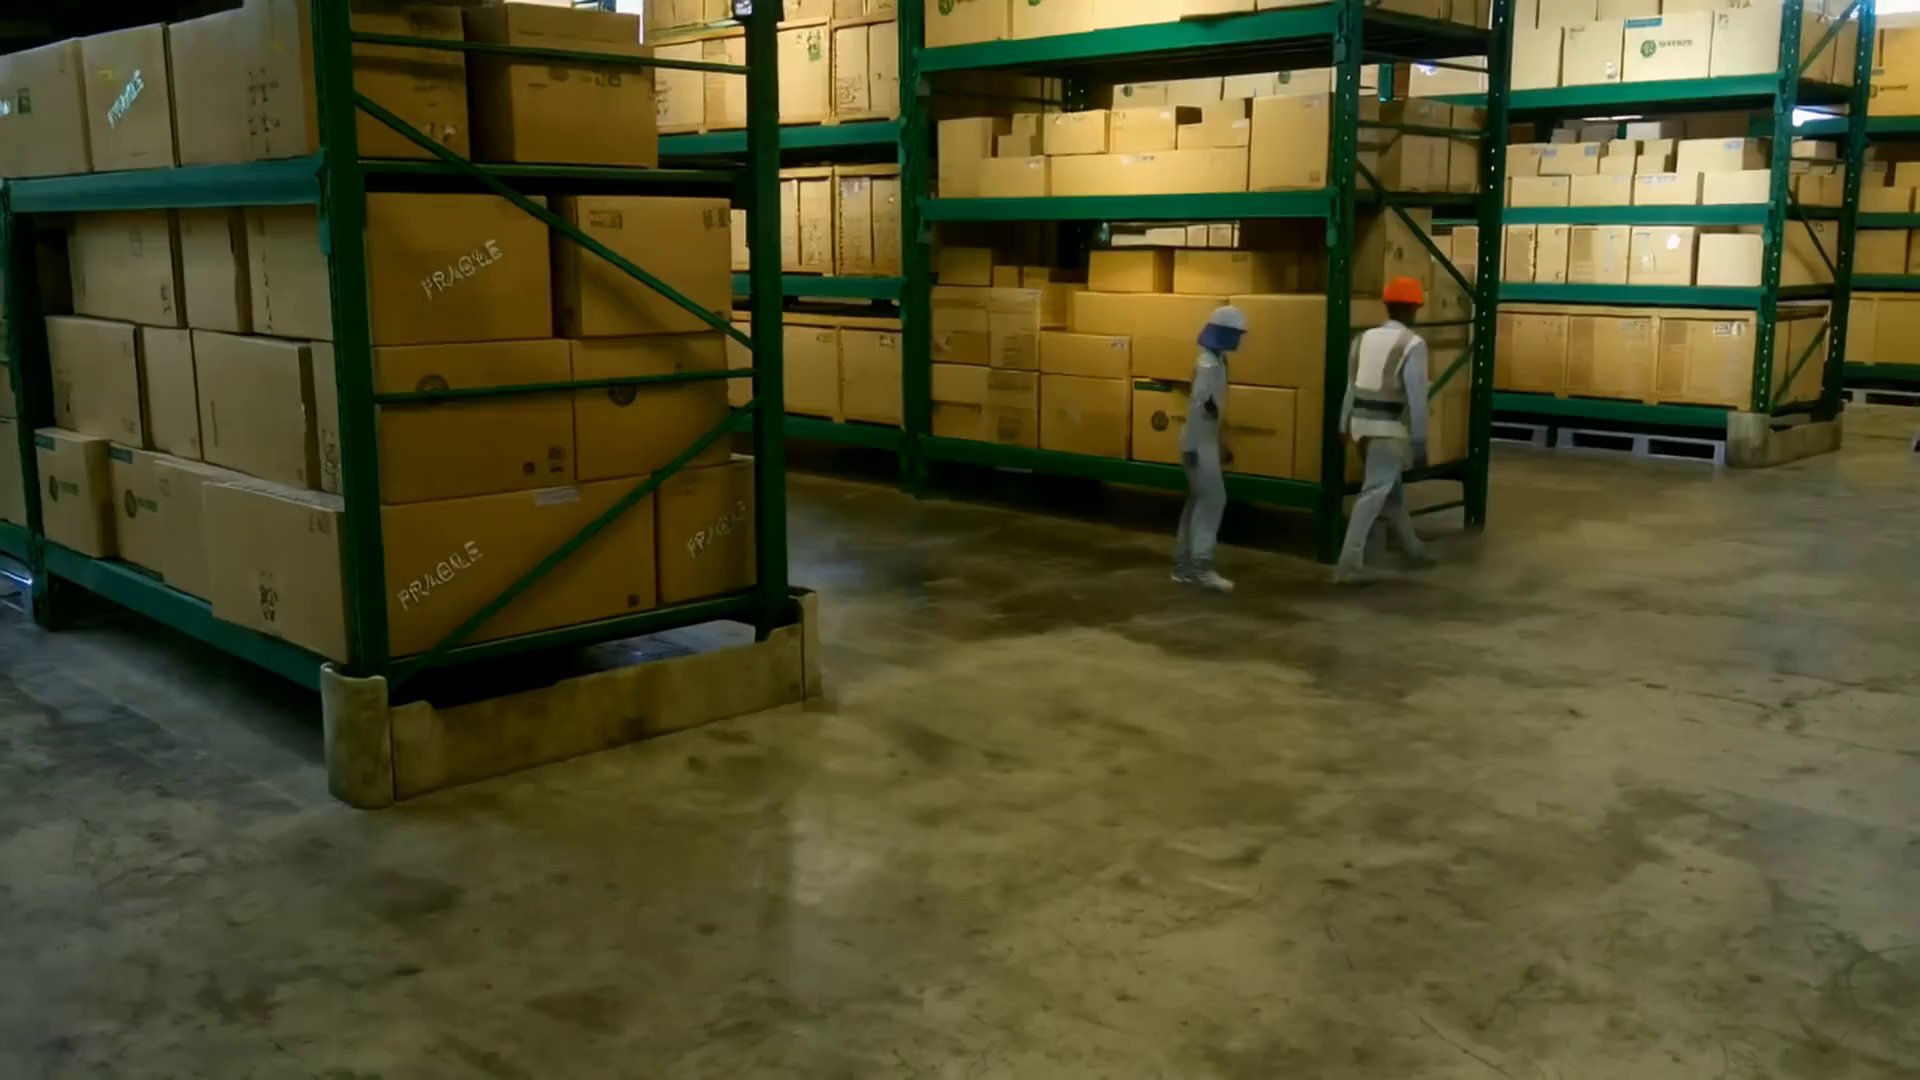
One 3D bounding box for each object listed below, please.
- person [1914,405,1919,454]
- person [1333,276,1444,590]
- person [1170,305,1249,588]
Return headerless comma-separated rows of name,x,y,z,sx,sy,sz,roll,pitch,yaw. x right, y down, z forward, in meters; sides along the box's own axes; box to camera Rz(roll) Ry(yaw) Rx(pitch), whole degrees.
person,9.619,-1.706,16.200,0.533,1.767,0.325,-2,11,-9
person,2.677,-0.665,10.217,1.077,1.868,0.656,-5,11,-24
person,1.535,-0.570,10.147,0.515,1.707,0.553,4,11,22
